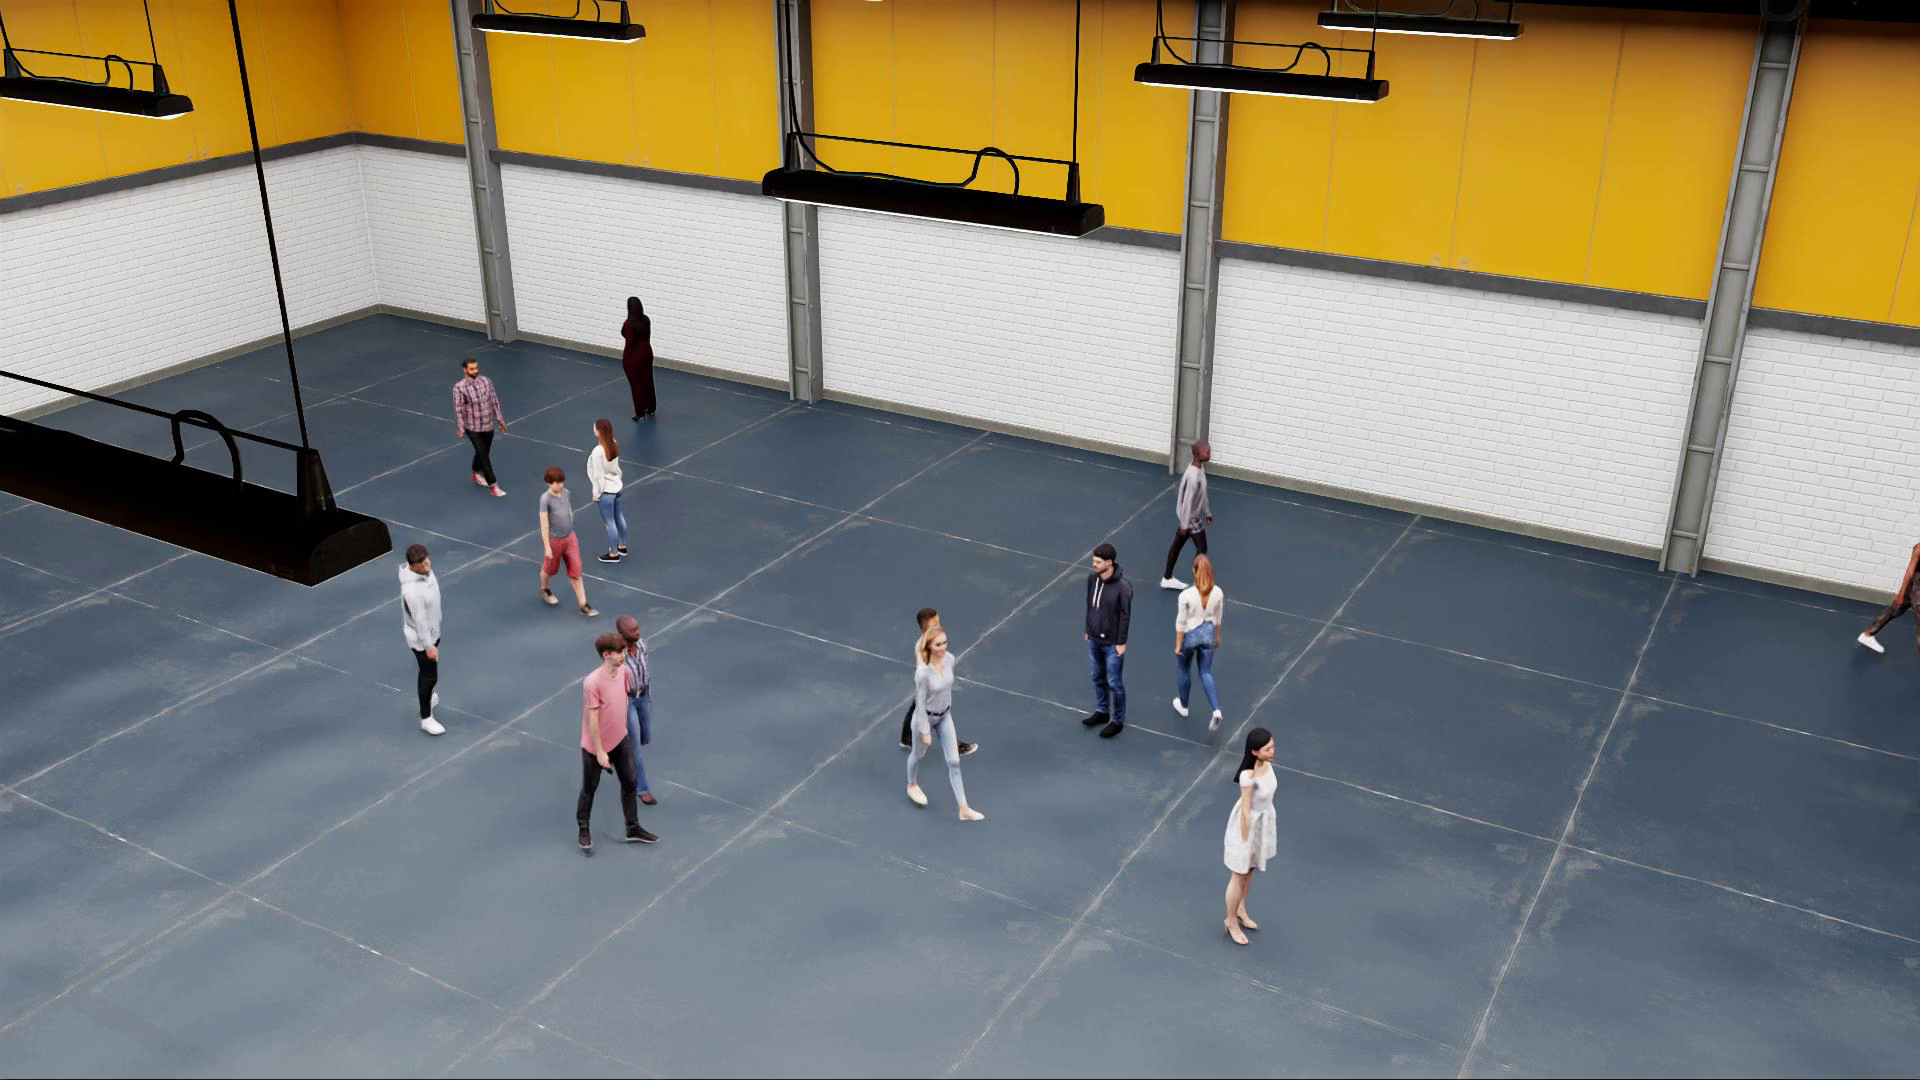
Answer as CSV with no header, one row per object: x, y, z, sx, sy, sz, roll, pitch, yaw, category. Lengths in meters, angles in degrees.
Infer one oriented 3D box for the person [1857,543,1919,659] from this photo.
9.356,0.498,16.397,1.051,1.647,1.262,-11,26,-24,person

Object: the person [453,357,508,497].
-6.027,-1.441,20.734,1.157,1.727,0.847,20,30,37,person

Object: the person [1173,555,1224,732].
2.212,0.965,15.263,1.018,1.699,1.088,-7,25,-15,person

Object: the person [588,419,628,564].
-3.967,-0.570,18.786,0.598,1.691,0.651,9,25,19,person

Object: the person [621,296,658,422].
-4.482,-2.544,23.219,0.606,1.757,0.669,11,26,24,person

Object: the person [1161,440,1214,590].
2.389,-0.250,17.989,0.984,1.742,0.803,4,24,8,person

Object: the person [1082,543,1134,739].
1.369,0.885,15.215,0.813,1.884,0.668,-18,30,-36,person

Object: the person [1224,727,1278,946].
2.171,2.184,12.383,0.625,1.774,0.640,13,27,28,person

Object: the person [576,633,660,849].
-2.928,1.621,13.476,0.892,1.929,0.667,17,29,34,person

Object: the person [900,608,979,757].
-0.361,1.278,14.880,1.038,1.433,0.774,4,24,9,person

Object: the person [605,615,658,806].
-2.868,1.424,14.118,0.864,1.776,0.645,13,27,27,person

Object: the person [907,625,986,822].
-0.292,1.501,13.974,0.872,1.749,1.205,-19,30,-37,person

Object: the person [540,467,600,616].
-4.293,-0.004,17.597,1.205,1.606,0.774,20,30,38,person

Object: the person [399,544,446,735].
-4.956,0.851,15.264,0.947,1.909,0.957,-7,25,-16,person
